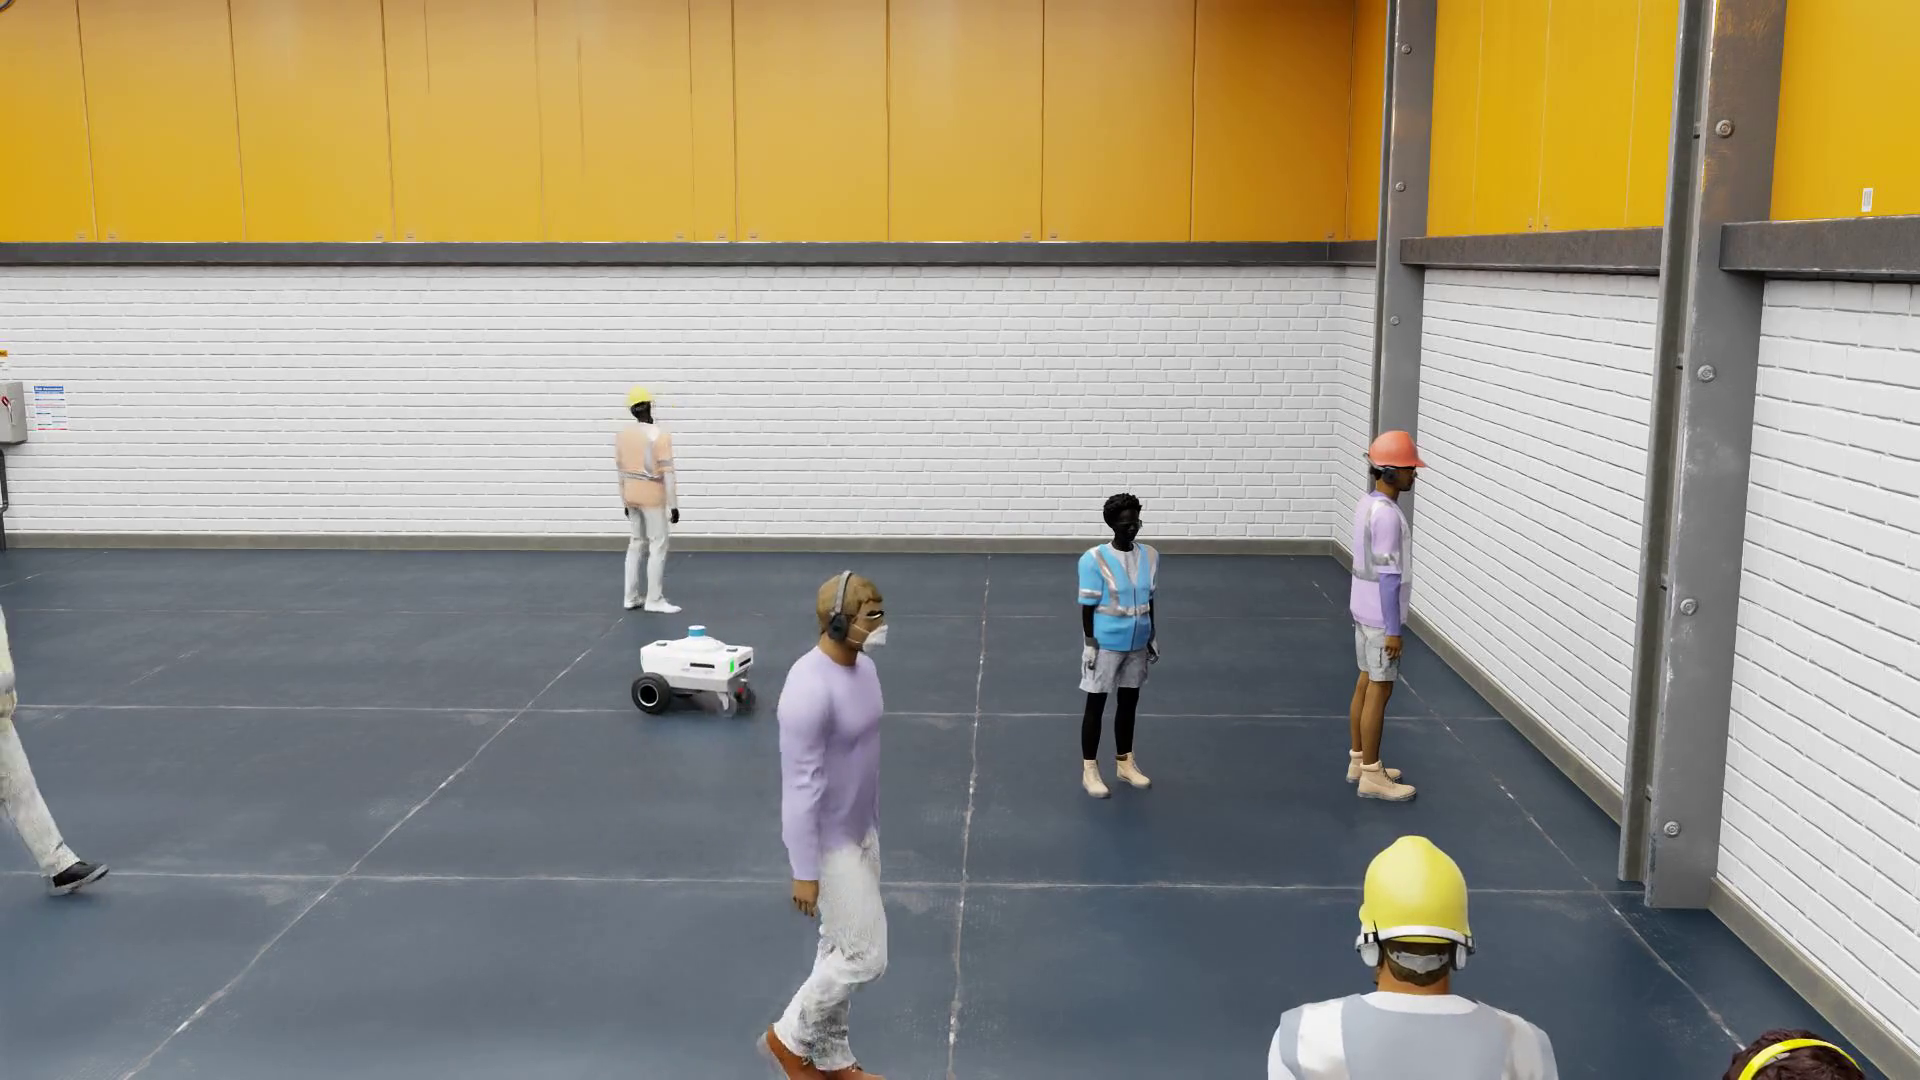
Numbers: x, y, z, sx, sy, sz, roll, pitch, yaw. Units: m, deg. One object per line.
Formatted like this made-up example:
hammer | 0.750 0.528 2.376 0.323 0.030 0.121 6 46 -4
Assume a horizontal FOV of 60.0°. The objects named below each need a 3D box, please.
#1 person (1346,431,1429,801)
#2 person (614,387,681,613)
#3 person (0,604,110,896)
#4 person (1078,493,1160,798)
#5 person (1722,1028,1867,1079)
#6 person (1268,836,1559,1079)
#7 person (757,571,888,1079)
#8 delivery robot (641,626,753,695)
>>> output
person | 2.361 0.411 9.224 0.378 2.044 0.607 0 10 2
person | -2.637 -0.320 13.946 0.637 1.901 0.369 7 12 35
person | -4.491 0.818 7.604 0.943 1.777 0.620 1 10 5
person | 0.886 0.575 9.278 0.532 1.697 0.322 -6 11 -30
person | 1.227 1.637 2.550 0.520 1.873 0.328 -1 10 -9
person | 0.910 1.509 3.455 0.586 1.824 0.404 0 10 3
person | -0.399 1.055 5.794 0.433 1.924 0.646 3 10 15
delivery robot | -1.732 0.809 10.971 0.707 0.478 0.477 3 10 18
